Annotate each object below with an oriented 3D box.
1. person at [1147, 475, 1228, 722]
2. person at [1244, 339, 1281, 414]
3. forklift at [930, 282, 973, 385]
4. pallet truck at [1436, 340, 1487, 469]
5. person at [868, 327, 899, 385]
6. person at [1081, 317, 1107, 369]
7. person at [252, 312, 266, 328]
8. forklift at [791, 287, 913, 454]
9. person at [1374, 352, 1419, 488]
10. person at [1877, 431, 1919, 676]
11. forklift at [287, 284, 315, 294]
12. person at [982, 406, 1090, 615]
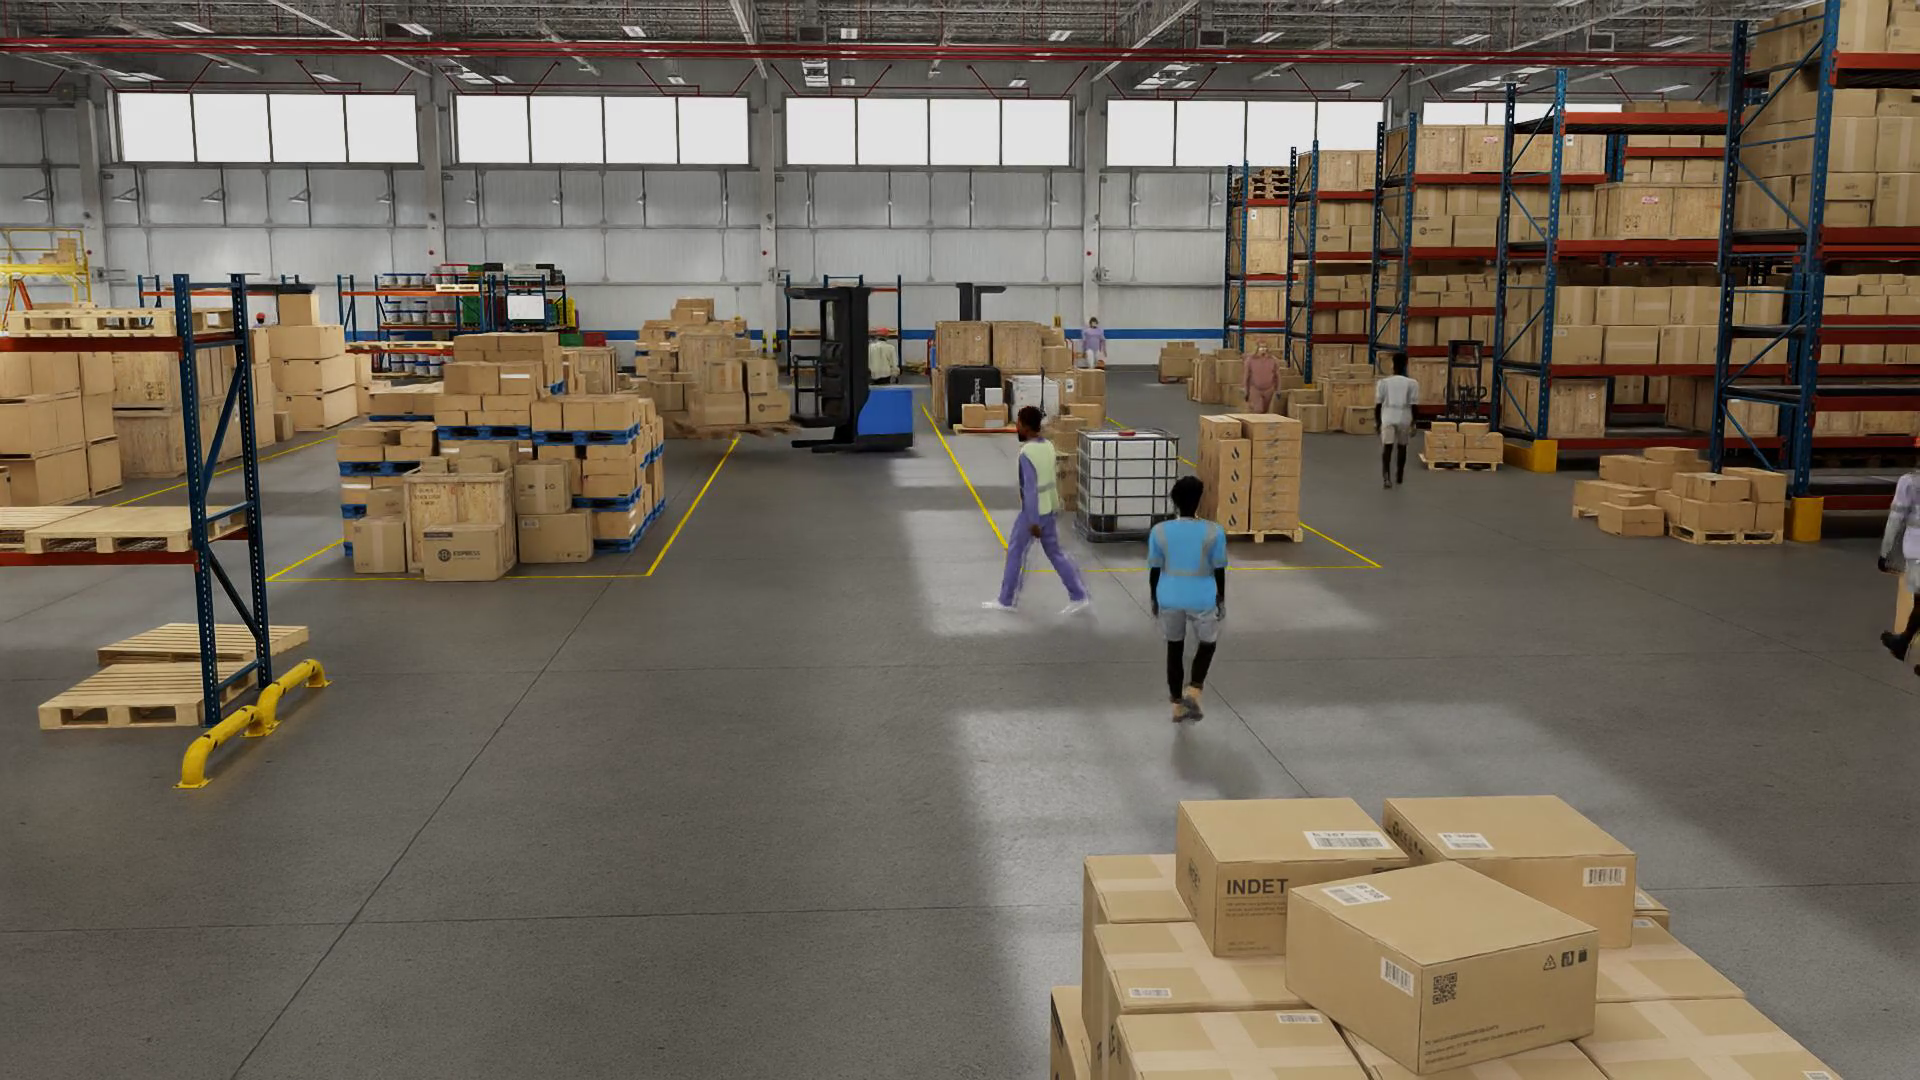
[{"bbox_3d":[1.527,0.404,11.200,0.550,1.686,0.369,3,10,18],"label":"person"},{"bbox_3d":[5.497,-2.728,30.309,0.646,1.880,0.876,-1,9,-4],"label":"person"},{"bbox_3d":[0.145,-5.571,45.009,1.873,2.768,1.129,-1,9,-4],"label":"forklift"},{"bbox_3d":[8.004,-2.170,26.422,0.823,1.965,1.885,2,9,14],"label":"pallet truck"},{"bbox_3d":[-1.564,-3.395,34.256,0.650,1.942,0.995,2,9,15],"label":"person"},{"bbox_3d":[3.649,-5.122,45.304,0.650,1.886,1.014,-3,9,-17],"label":"person"},{"bbox_3d":[-20.390,-5.669,48.581,0.542,1.938,0.358,3,10,18],"label":"person"},{"bbox_3d":[-1.844,-2.945,28.524,1.873,2.768,1.129,-4,10,-25],"label":"forklift"},{"bbox_3d":[6.204,-1.703,23.675,0.604,1.941,0.883,3,10,19],"label":"person"},{"bbox_3d":[7.309,0.066,12.695,0.574,1.891,0.949,0,9,-2],"label":"person"},{"bbox_3d":[-15.152,-4.524,38.438,1.873,2.768,1.129,-1,9,-4],"label":"forklift"},{"bbox_3d":[0.708,-0.255,14.820,0.998,1.877,0.589,5,10,30],"label":"person"}]
